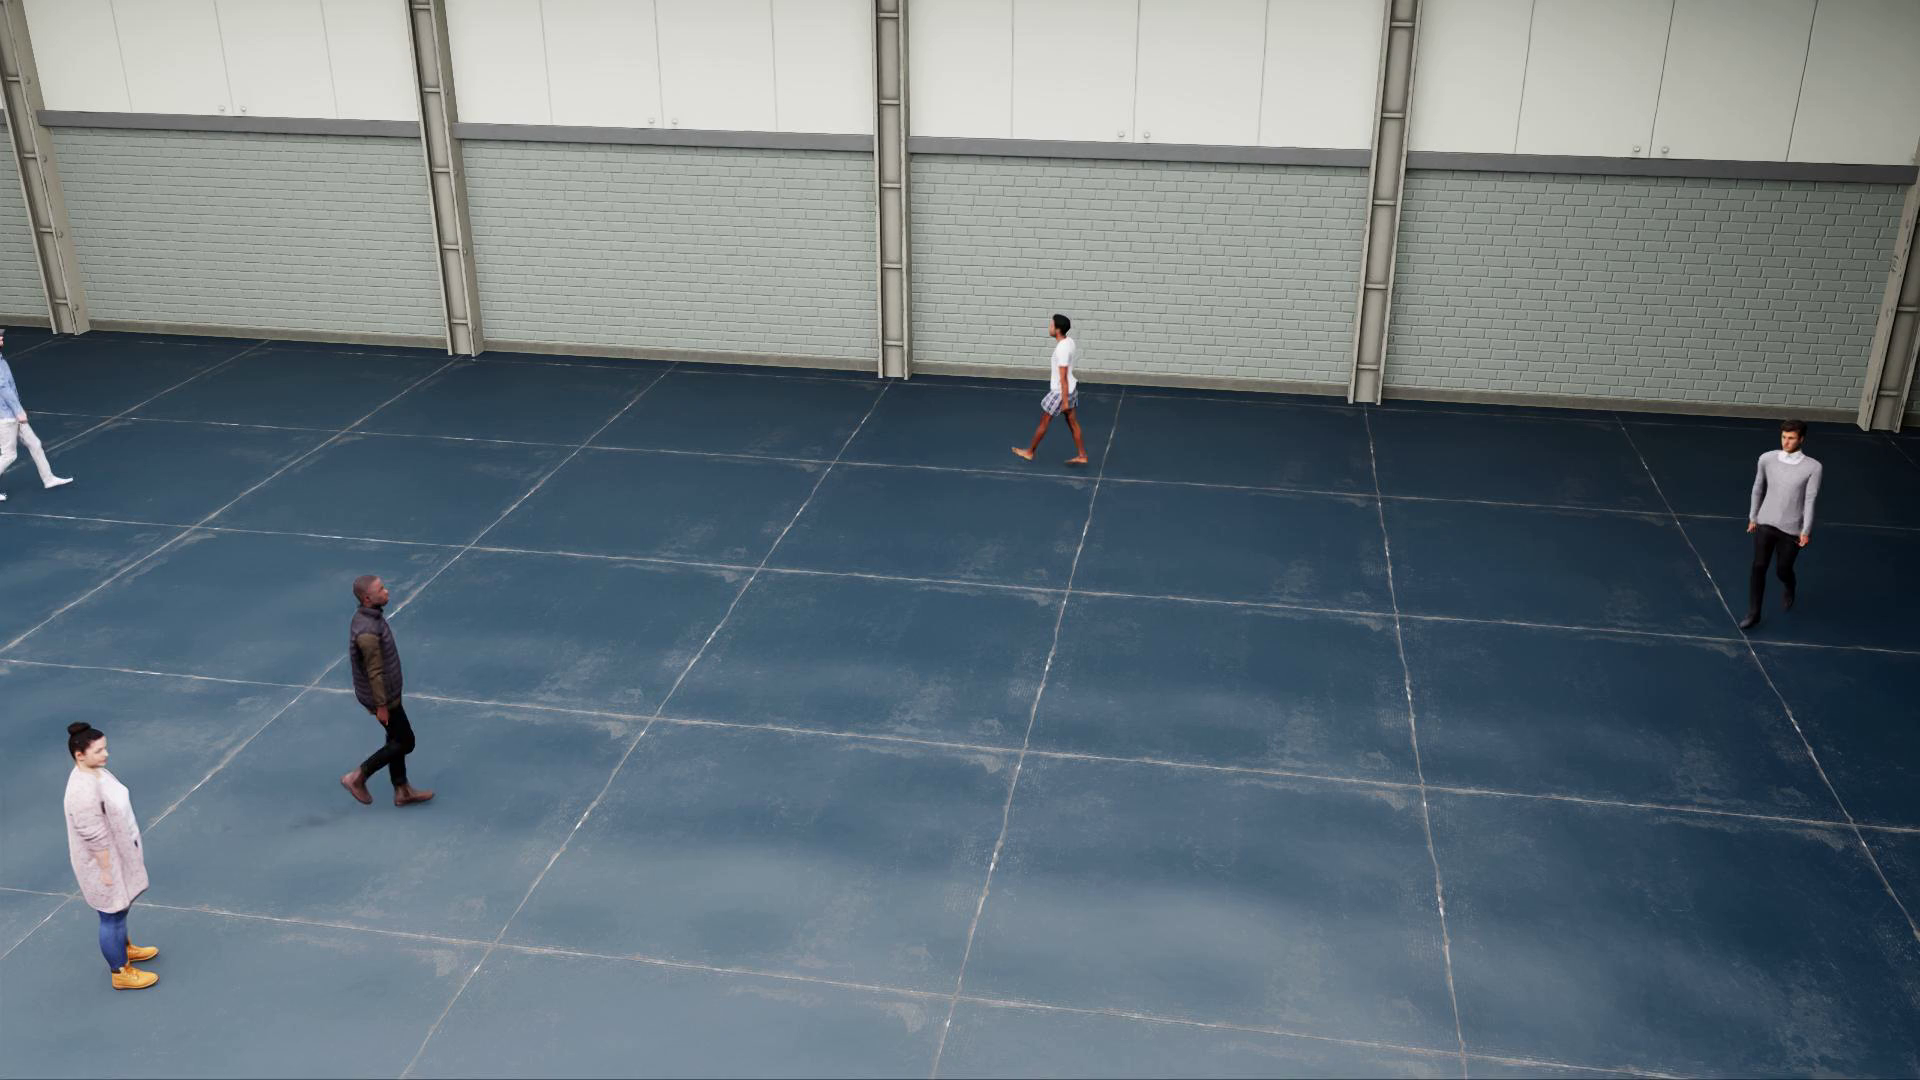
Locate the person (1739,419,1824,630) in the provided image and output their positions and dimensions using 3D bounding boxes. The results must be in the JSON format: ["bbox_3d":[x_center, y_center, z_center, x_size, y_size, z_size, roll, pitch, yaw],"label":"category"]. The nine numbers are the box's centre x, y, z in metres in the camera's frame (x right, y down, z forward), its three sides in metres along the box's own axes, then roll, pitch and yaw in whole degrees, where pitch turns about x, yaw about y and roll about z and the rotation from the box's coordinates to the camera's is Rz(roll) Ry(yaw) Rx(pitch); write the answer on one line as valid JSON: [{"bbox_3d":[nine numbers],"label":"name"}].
[{"bbox_3d":[7.273,-0.157,14.651,1.125,1.899,1.128,21,31,40],"label":"person"}]

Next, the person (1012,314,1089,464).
[{"bbox_3d":[1.219,-1.616,18.351,1.106,1.688,0.732,6,24,15],"label":"person"}]

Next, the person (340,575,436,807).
[{"bbox_3d":[-4.163,1.107,11.772,1.006,1.826,0.917,-7,24,-15],"label":"person"}]

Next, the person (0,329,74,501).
[{"bbox_3d":[-10.061,-1.311,17.405,1.218,1.866,1.078,-11,25,-24],"label":"person"}]

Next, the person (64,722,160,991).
[{"bbox_3d":[-5.168,1.890,10.039,0.809,1.741,0.799,-8,24,-19],"label":"person"}]
